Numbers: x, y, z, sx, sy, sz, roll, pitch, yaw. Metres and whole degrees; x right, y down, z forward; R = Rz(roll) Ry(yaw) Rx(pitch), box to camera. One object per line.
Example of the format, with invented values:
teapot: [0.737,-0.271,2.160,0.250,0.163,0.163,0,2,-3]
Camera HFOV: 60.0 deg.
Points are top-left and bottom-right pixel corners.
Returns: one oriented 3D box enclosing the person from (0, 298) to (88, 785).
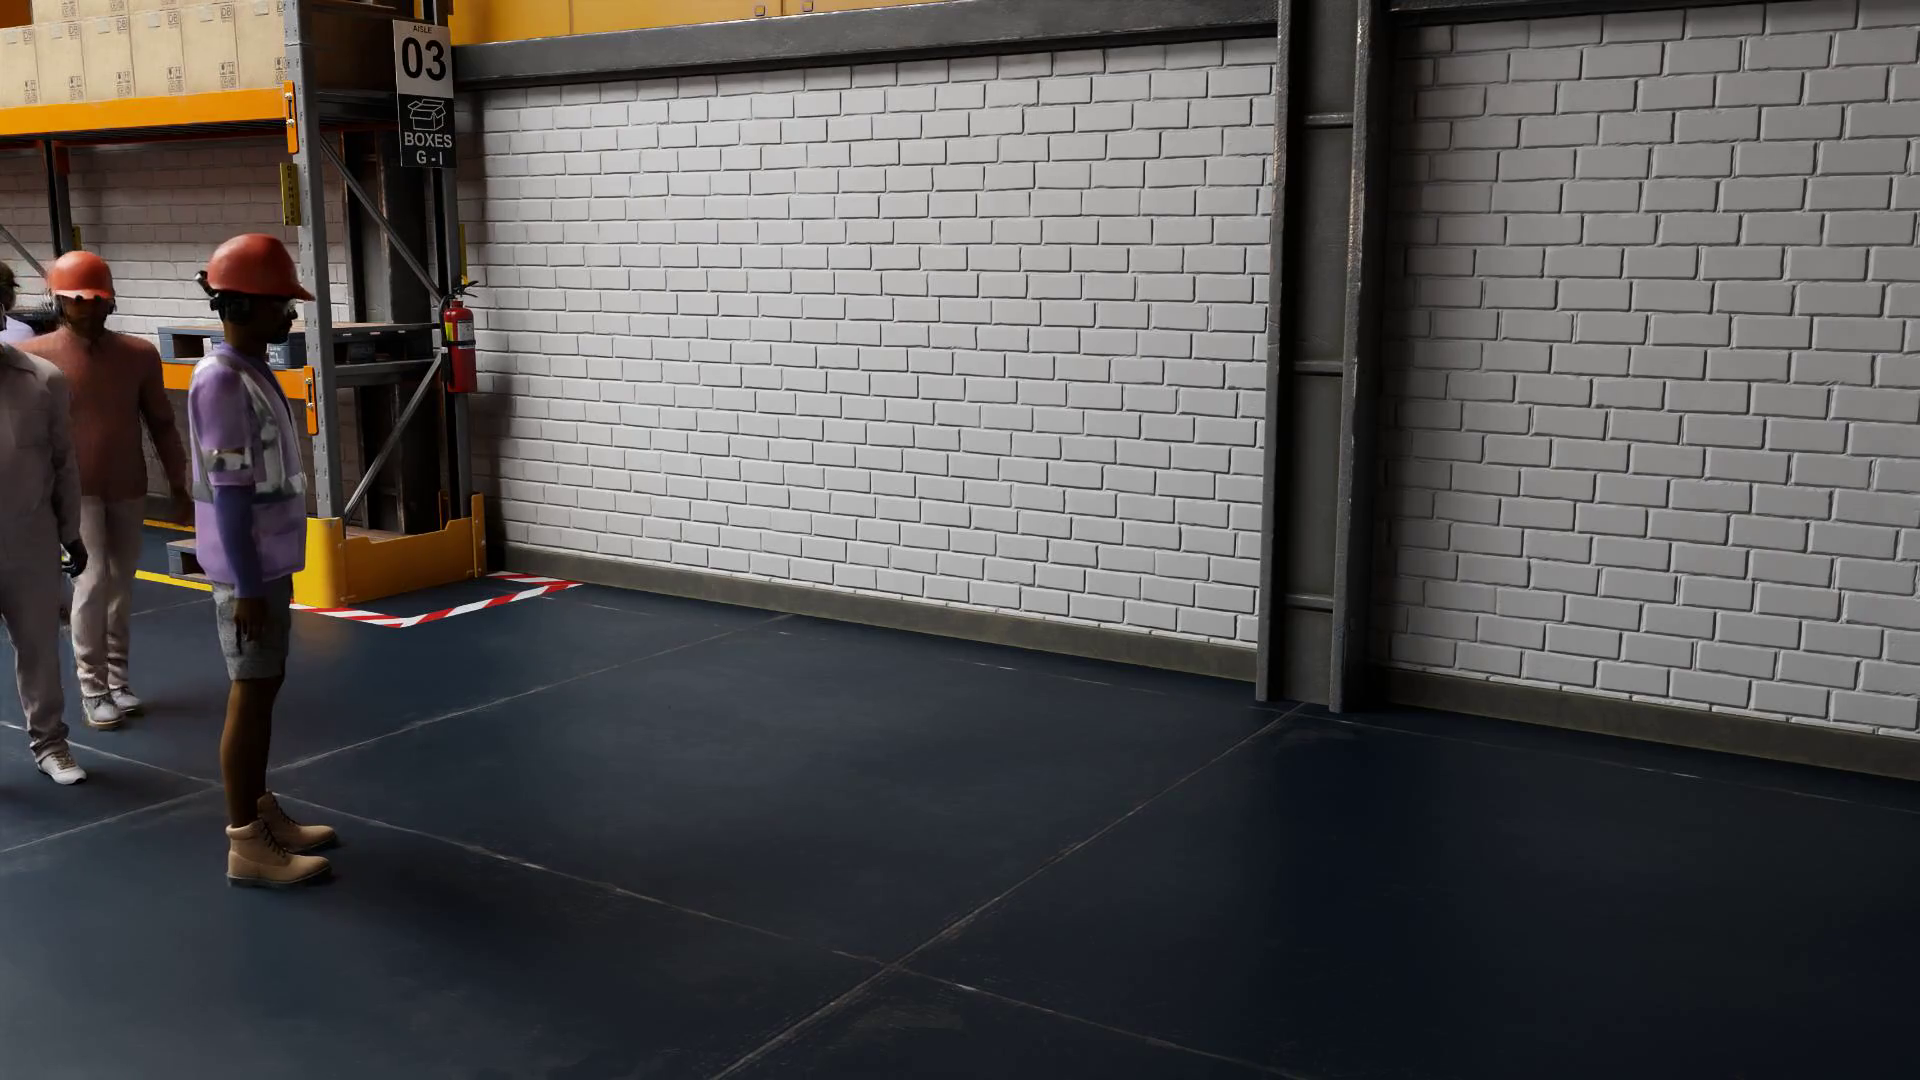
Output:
person: [-3.521,-0.006,6.039,0.650,1.907,0.409,-9,14,-41]

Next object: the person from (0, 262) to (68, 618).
person: [-5.052,-0.507,8.742,0.630,1.933,0.365,4,11,19]

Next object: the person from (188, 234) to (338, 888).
person: [-2.188,0.067,5.259,0.396,2.038,0.615,-3,11,-15]

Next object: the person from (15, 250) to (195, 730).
person: [-3.536,-0.203,6.921,0.596,1.973,0.625,8,13,37]
